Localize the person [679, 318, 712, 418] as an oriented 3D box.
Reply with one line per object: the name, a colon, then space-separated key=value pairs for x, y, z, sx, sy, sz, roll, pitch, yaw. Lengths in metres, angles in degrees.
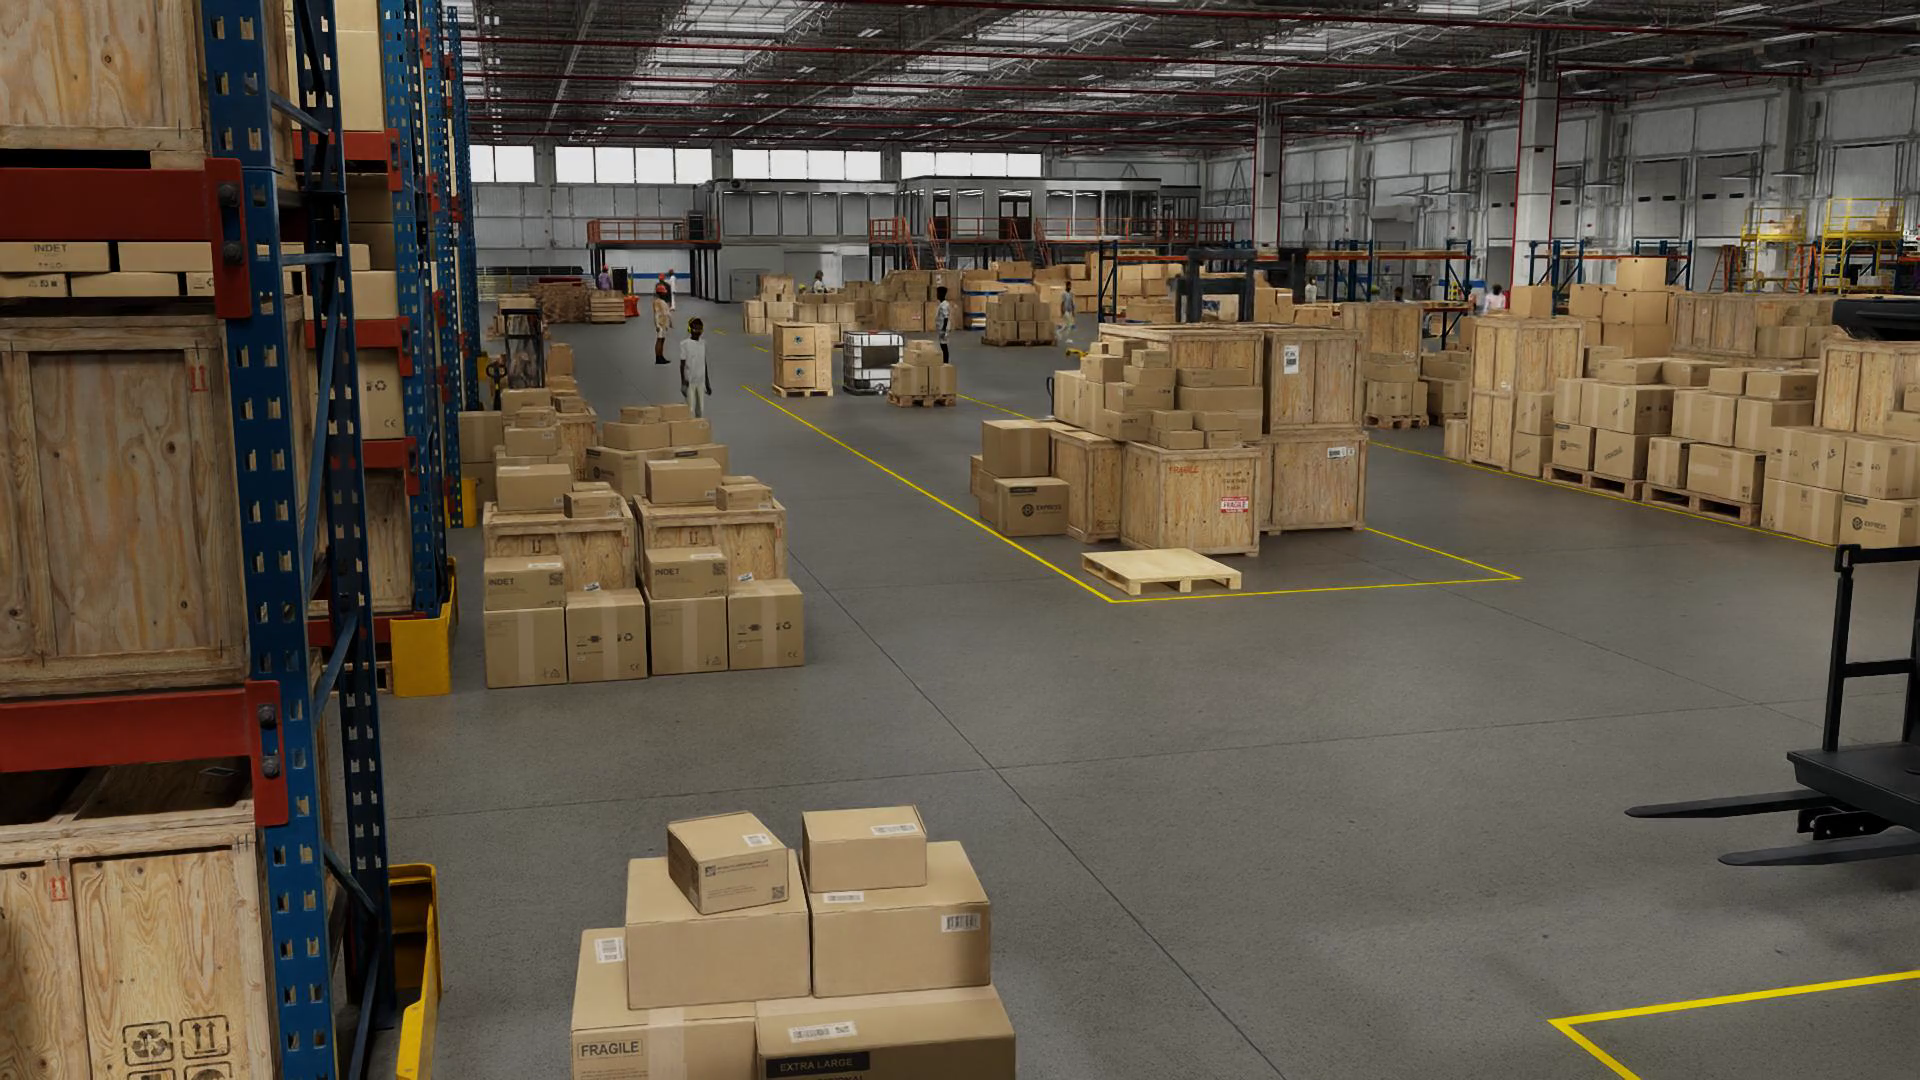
person: x=-3.753 y=-2.227 z=23.665 sx=0.328 sy=1.865 sz=0.519 roll=9 pitch=13 yaw=41

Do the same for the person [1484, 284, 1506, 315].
person: x=15.203 y=-6.369 z=47.332 sx=0.609 sy=1.805 sz=0.857 roll=2 pitch=10 yaw=11

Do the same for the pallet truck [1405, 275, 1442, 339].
pallet truck: x=14.620 y=-7.324 z=52.145 sx=0.823 sy=1.965 sz=1.885 roll=8 pitch=13 yaw=40

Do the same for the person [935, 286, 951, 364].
person: x=-0.399 y=-4.828 z=38.098 sx=0.361 sy=1.964 sz=0.614 roll=-1 pitch=10 yaw=-5

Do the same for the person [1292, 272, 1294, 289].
person: x=16.701 y=-12.971 z=84.382 sx=0.621 sy=1.896 sz=0.807 roll=-2 pitch=10 yaw=-10

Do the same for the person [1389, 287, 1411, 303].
person: x=10.822 y=-5.304 z=41.036 sx=0.602 sy=1.888 sz=0.910 roll=9 pitch=13 yaw=41

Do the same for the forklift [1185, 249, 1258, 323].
forklift: x=3.557 y=-2.591 z=22.845 sx=1.129 sy=2.768 sz=1.873 roll=-1 pitch=10 yaw=-5

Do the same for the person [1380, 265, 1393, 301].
person: x=20.736 y=-12.369 z=80.848 sx=0.618 sy=1.946 sz=0.394 roll=7 pitch=12 yaw=33

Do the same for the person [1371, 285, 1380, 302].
person: x=12.258 y=-6.720 z=49.505 sx=0.636 sy=1.726 sz=0.490 roll=-5 pitch=11 yaw=-27

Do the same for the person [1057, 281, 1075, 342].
person: x=3.194 y=-6.858 z=49.935 sx=0.635 sy=1.850 sz=0.530 roll=8 pitch=13 yaw=39

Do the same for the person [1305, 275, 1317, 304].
person: x=11.296 y=-7.545 z=53.573 sx=0.376 sy=1.937 sz=0.629 roll=8 pitch=13 yaw=39

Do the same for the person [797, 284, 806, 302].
person: x=-4.710 y=-6.934 z=50.714 sx=0.692 sy=1.706 sz=0.547 roll=-1 pitch=10 yaw=-6

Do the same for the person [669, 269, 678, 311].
person: x=-12.705 y=-11.062 z=73.708 sx=0.401 sy=1.865 sz=0.591 roll=-2 pitch=10 yaw=-12

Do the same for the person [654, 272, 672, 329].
person: x=-10.213 y=-8.202 z=57.181 sx=0.634 sy=1.981 sz=0.506 roll=3 pitch=10 yaw=15

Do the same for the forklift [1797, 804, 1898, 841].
forklift: x=5.101 y=0.113 z=7.533 sx=1.873 sy=2.768 sz=1.129 roll=-3 pitch=10 yaw=-15

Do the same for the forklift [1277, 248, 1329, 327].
forklift: x=7.657 y=-5.335 z=38.383 sx=1.873 sy=2.768 sz=1.129 roll=-3 pitch=10 yaw=-15

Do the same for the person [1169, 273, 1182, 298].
person: x=7.839 y=-8.621 z=59.715 sx=0.653 sy=1.915 sz=0.620 roll=3 pitch=10 yaw=17

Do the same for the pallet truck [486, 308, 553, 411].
pallet truck: x=-6.242 y=-2.418 z=24.362 sx=0.823 sy=1.965 sz=1.885 roll=1 pitch=10 yaw=3

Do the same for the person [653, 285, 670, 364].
person: x=-7.292 y=-5.277 z=40.722 sx=0.372 sy=1.935 sz=0.551 roll=2 pitch=10 yaw=10

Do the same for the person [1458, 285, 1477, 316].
person: x=15.992 y=-7.217 z=52.498 sx=0.553 sy=1.648 sz=0.857 roll=5 pitch=11 yaw=25

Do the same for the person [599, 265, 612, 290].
person: x=-15.634 y=-11.105 z=73.425 sx=0.609 sy=2.044 sz=0.397 roll=2 pitch=10 yaw=13

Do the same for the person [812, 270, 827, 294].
person: x=-4.907 y=-8.448 z=58.388 sx=0.536 sy=2.000 sz=0.684 roll=-4 pitch=11 yaw=-19
